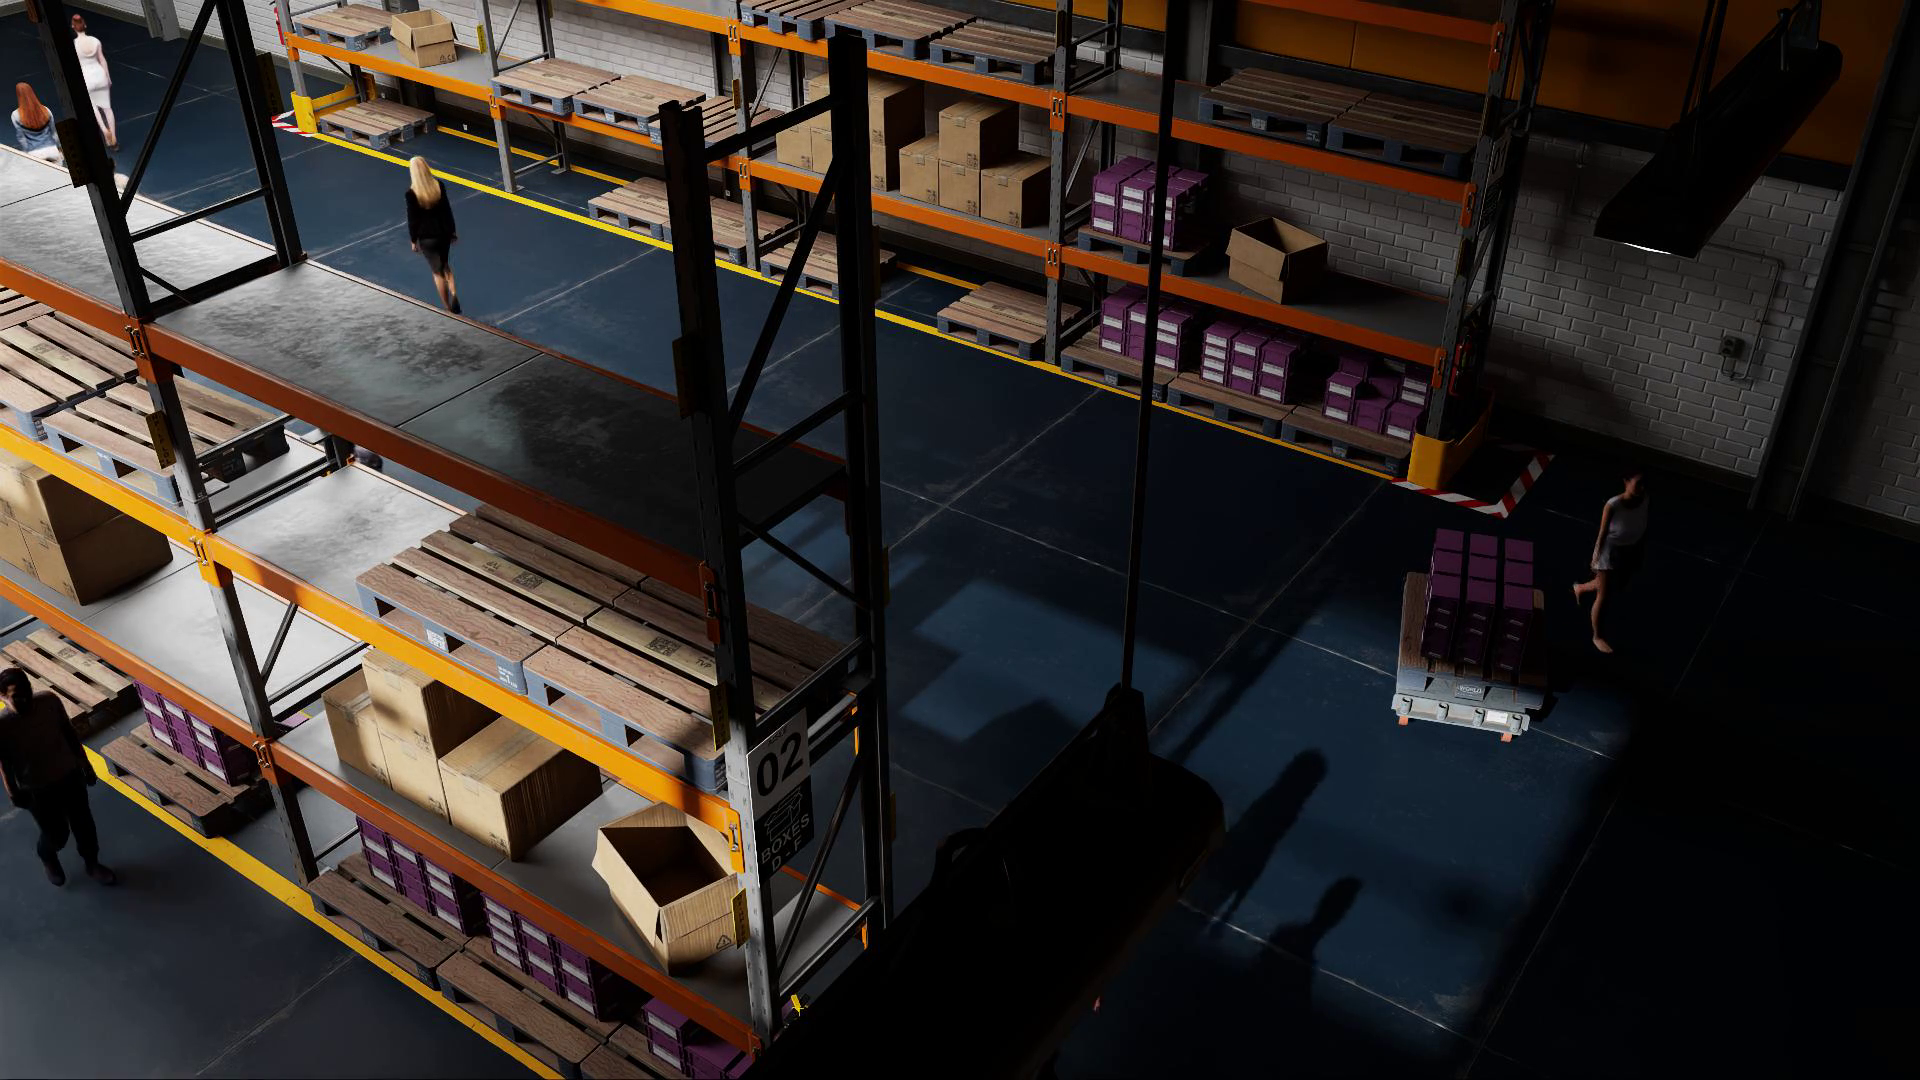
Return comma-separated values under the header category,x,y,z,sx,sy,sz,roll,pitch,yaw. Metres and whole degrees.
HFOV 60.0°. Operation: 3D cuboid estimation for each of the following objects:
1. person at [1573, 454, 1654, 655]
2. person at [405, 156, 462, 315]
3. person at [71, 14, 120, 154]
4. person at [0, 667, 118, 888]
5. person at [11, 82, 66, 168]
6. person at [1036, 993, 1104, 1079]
category,x,y,z,sx,sy,sz,roll,pitch,yaw
person,4.966,0.064,12.694,0.851,1.594,0.964,-11,35,-16
person,-5.365,-3.047,17.160,0.693,1.831,0.719,-28,43,-35
person,-11.120,-5.849,21.422,0.667,1.781,0.701,-24,40,-31
person,-5.764,1.463,10.455,0.694,1.743,0.626,19,38,26
person,-10.721,-4.503,19.470,0.648,1.698,0.582,-26,41,-33
person,0.485,2.397,9.073,0.803,1.718,0.869,-13,36,-18
